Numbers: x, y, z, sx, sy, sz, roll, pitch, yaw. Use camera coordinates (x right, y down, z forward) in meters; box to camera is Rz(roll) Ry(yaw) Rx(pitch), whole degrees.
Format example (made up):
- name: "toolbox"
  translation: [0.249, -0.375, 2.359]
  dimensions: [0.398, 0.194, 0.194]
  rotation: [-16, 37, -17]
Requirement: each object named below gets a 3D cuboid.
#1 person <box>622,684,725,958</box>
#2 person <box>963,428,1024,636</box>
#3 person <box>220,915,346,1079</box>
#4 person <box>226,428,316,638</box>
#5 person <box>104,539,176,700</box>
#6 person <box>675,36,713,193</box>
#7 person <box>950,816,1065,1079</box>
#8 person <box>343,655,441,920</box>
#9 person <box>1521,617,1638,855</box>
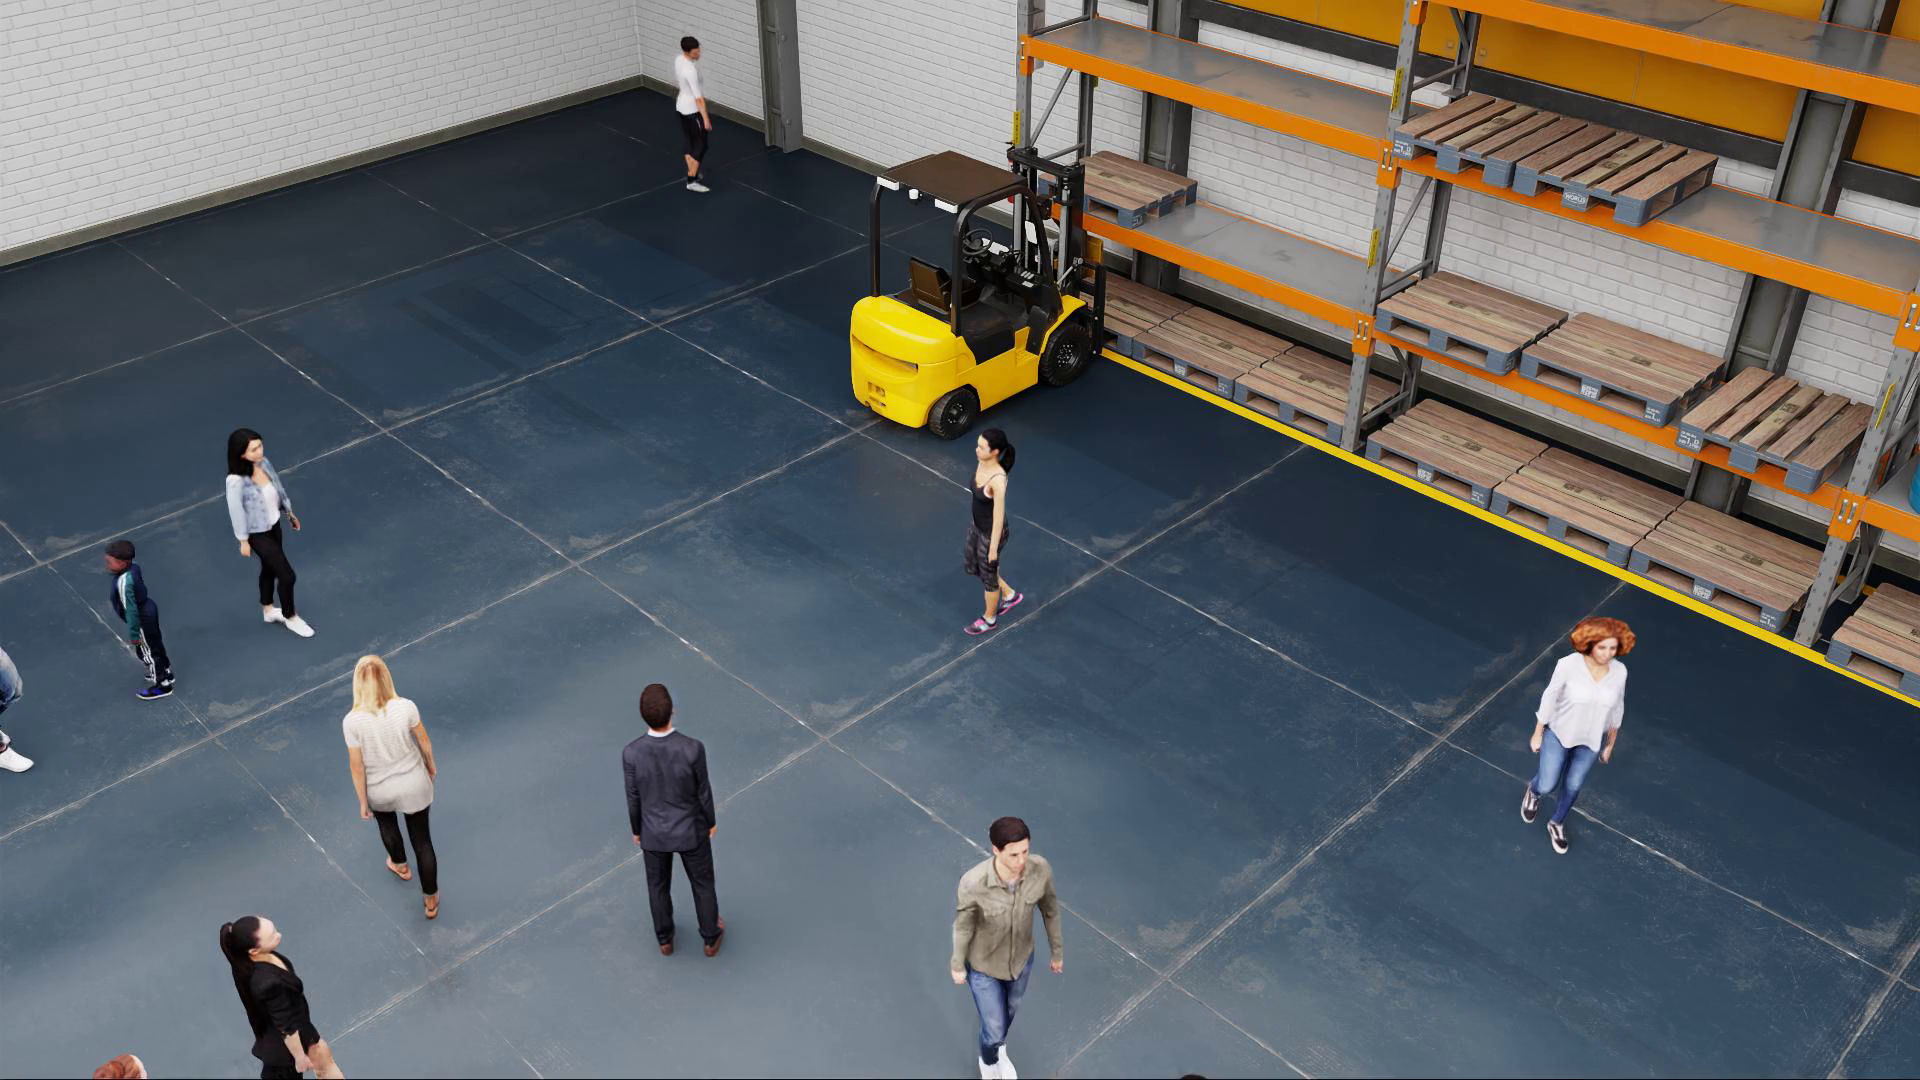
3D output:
- name: "person"
  translation: [-1.613, 1.606, 9.377]
  dimensions: [0.735, 1.865, 0.788]
  rotation: [-1, 34, -2]
- name: "person"
  translation: [0.296, -0.066, 12.021]
  dimensions: [0.789, 1.723, 0.749]
  rotation: [-10, 35, -15]
- name: "person"
  translation: [-3.423, 2.522, 8.187]
  dimensions: [0.766, 1.657, 0.992]
  rotation: [-23, 40, -30]
- name: "person"
  translation: [-5.123, -0.065, 12.047]
  dimensions: [0.868, 1.692, 0.801]
  rotation: [2, 34, 4]
- name: "person"
  translation: [-5.705, 0.530, 11.548]
  dimensions: [0.643, 1.255, 0.544]
  rotation: [-6, 34, -9]
- name: "person"
  translation: [-3.151, -5.004, 19.364]
  dimensions: [0.635, 1.817, 0.904]
  rotation: [27, 42, 35]
- name: "person"
  translation: [0.177, 2.096, 8.649]
  dimensions: [0.821, 1.854, 0.786]
  rotation: [-14, 36, -20]
- name: "person"
  translation: [-3.230, 1.488, 9.606]
  dimensions: [0.781, 1.808, 0.930]
  rotation: [-16, 37, -22]
- name: "person"
  translation: [3.765, 1.128, 10.239]
  dimensions: [0.808, 1.707, 0.873]
  rotation: [3, 34, 5]
